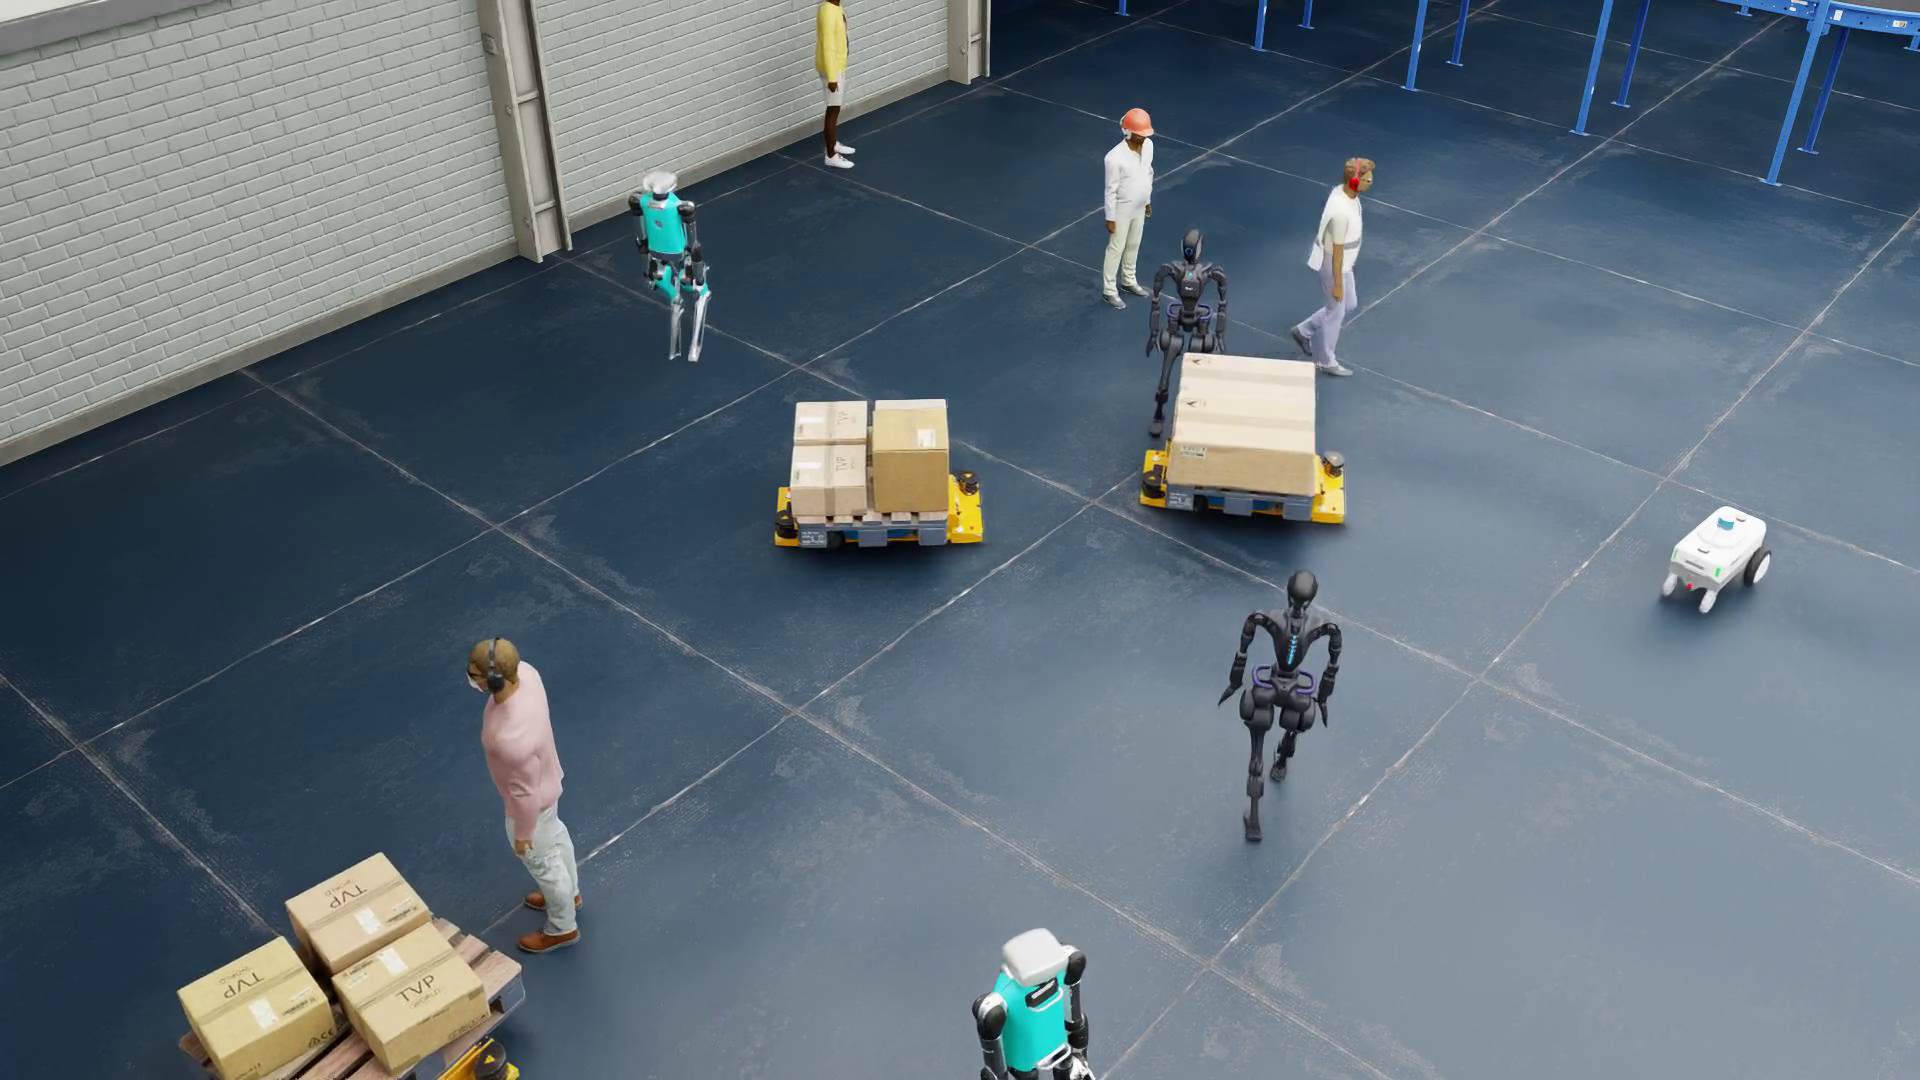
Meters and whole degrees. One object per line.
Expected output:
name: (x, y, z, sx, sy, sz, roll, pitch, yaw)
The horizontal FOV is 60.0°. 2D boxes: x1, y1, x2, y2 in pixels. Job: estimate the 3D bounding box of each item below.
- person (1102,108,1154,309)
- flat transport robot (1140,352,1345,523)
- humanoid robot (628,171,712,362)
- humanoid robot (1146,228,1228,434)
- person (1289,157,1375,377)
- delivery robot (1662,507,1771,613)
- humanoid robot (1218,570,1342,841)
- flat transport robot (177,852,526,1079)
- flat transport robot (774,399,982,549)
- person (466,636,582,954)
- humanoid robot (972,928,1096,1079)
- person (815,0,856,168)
person: (1.446, -2.816, 14.071, 0.349, 1.743, 0.569, 28, 44, 34)
flat transport robot: (2.038, -0.431, 11.993, 1.431, 0.231, 0.659, 5, 36, 8)
humanoid robot: (-2.195, -2.155, 13.170, 0.545, 1.787, 0.795, 9, 36, 12)
humanoid robot: (1.693, -1.531, 12.321, 0.611, 1.655, 0.315, 6, 36, 8)
person: (2.945, -2.135, 13.042, 0.462, 1.827, 0.568, 12, 37, 16)
delivery robot: (5.007, 0.086, 11.011, 0.767, 0.583, 0.499, -29, 45, -34)
humanoid robot: (1.726, 0.815, 9.065, 0.603, 1.629, 0.753, 6, 36, 8)
flat transport robot: (-2.874, 2.426, 7.981, 1.431, 0.231, 0.659, 21, 41, 27)
flat transport robot: (-0.572, -0.222, 11.699, 1.431, 0.231, 0.659, -1, 35, -2)
person: (-2.128, 1.249, 8.196, 0.352, 1.938, 0.633, -5, 36, -7)
humanoid robot: (0.429, 2.377, 6.802, 0.540, 1.735, 1.032, -25, 43, -31)
person: (-1.255, -4.693, 16.573, 0.363, 1.897, 0.555, 3, 36, 4)
